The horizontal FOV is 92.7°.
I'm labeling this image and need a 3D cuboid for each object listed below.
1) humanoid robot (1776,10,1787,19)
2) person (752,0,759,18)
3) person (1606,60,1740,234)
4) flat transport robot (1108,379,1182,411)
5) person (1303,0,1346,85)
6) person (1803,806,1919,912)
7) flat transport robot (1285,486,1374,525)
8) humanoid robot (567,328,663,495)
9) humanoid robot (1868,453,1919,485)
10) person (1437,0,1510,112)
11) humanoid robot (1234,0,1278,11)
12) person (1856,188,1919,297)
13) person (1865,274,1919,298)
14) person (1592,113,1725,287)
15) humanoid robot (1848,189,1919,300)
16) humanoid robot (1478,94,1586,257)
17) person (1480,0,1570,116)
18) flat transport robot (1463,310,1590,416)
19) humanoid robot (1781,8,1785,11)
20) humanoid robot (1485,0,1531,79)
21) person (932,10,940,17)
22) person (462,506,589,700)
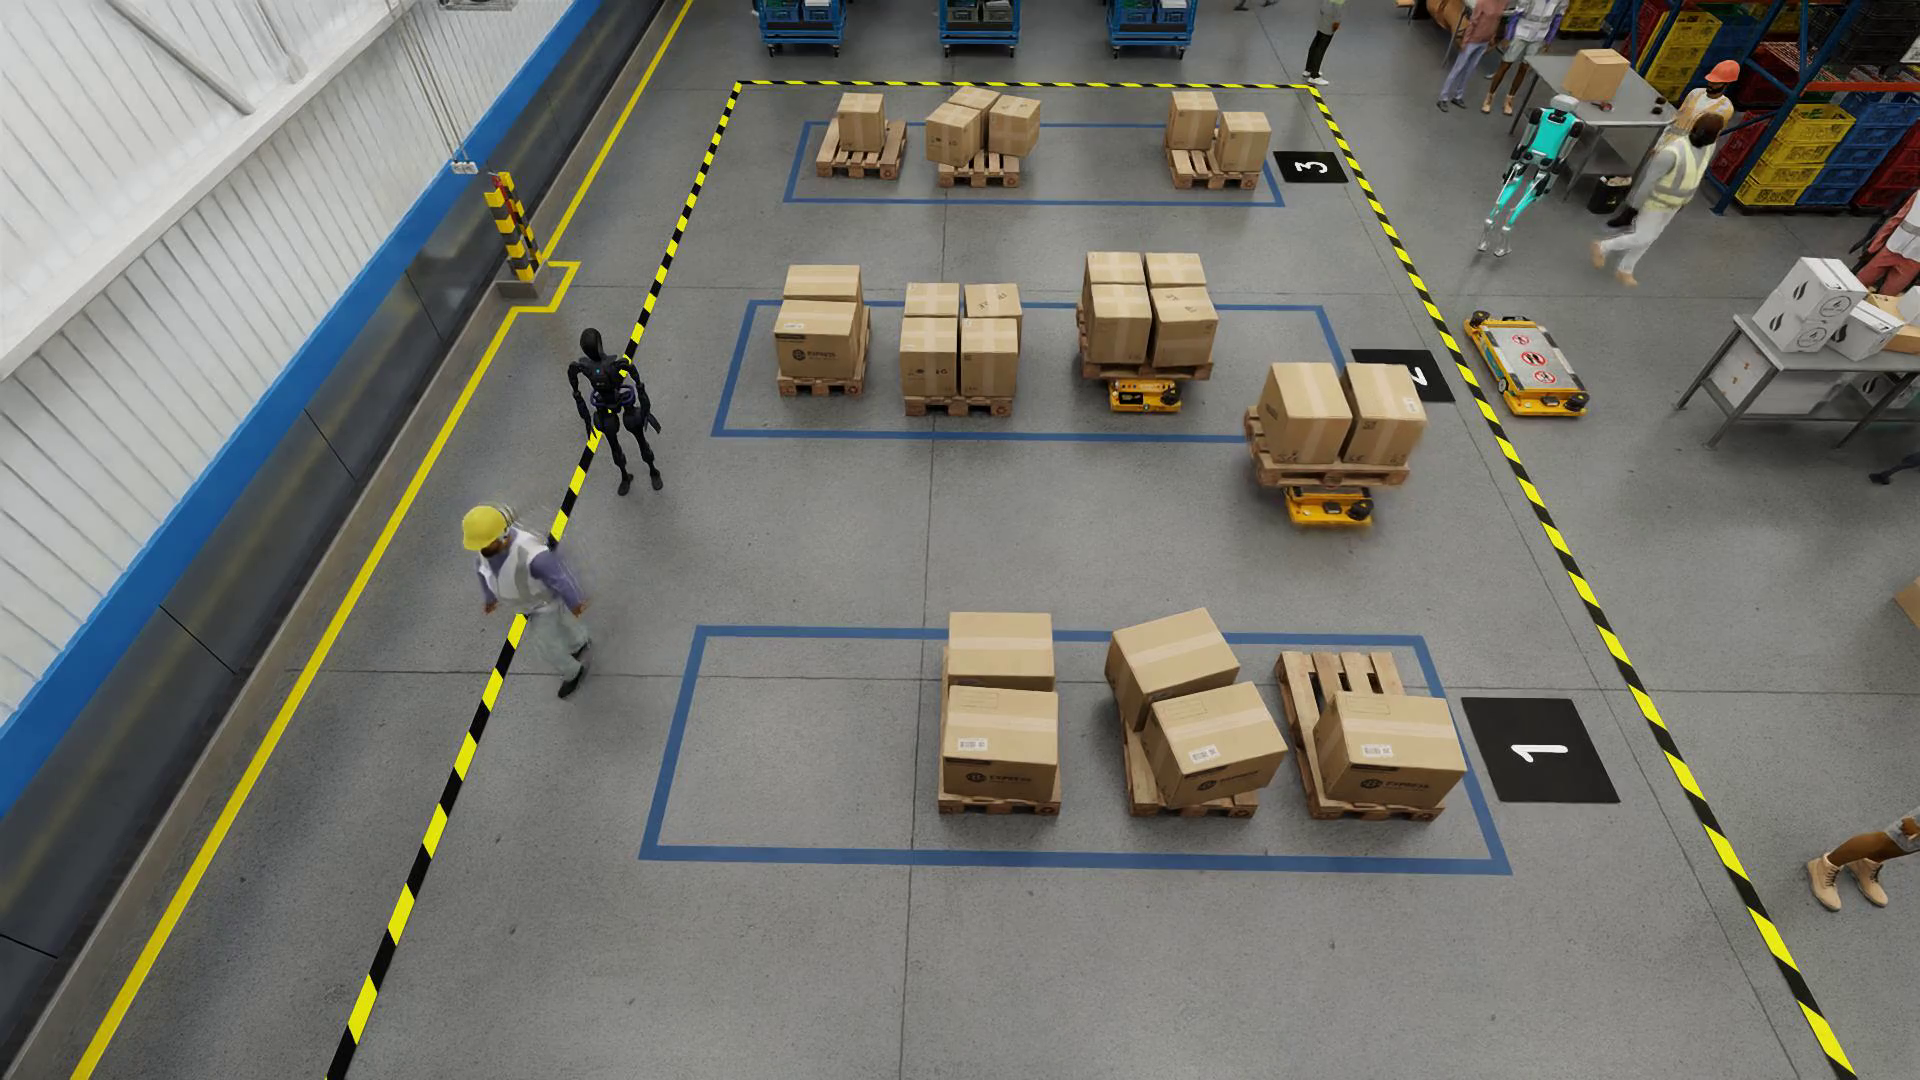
[{"bbox_3d":[13.228,-8.760,14.187,0.603,1.646,0.410,-30,55,-23],"label":"humanoid robot"},{"bbox_3d":[-3.283,-9.374,14.589,0.530,1.868,0.309,-14,51,-12],"label":"person"},{"bbox_3d":[7.936,-4.292,10.145,0.351,1.938,0.544,-16,51,-13],"label":"person"},{"bbox_3d":[1.773,-1.821,9.091,0.652,0.197,1.431,1,49,1],"label":"flat transport robot"},{"bbox_3d":[5.274,-7.444,12.933,0.392,1.848,0.586,0,49,0],"label":"person"},{"bbox_3d":[5.590,1.532,5.036,0.613,2.039,0.380,-2,49,-2],"label":"person"},{"bbox_3d":[3.149,-0.725,8.142,0.652,0.197,1.431,1,49,1],"label":"flat transport robot"},{"bbox_3d":[-2.786,-1.030,7.483,0.599,1.656,0.315,-7,50,-6],"label":"humanoid robot"},{"bbox_3d":[8.432,-1.071,7.559,0.817,1.622,0.587,1,49,1],"label":"humanoid robot"},{"bbox_3d":[6.996,-6.720,12.358,0.527,1.767,0.328,-14,51,-12],"label":"person"},{"bbox_3d":[4.978,-9.487,14.843,0.781,1.623,0.589,-4,49,-3],"label":"humanoid robot"},{"bbox_3d":[9.075,-2.725,8.805,0.392,1.913,0.587,-29,55,-23],"label":"person"},{"bbox_3d":[10.042,-3.257,9.318,0.508,1.837,0.342,16,51,14],"label":"person"},{"bbox_3d":[7.308,-3.546,9.571,0.628,1.827,0.497,-18,51,-15],"label":"person"},{"bbox_3d":[9.393,-2.963,9.169,0.612,1.635,0.463,34,57,26],"label":"humanoid robot"},{"bbox_3d":[5.983,-3.805,9.771,0.735,1.671,0.533,-35,58,-27],"label":"humanoid robot"},{"bbox_3d":[7.576,-6.699,12.165,0.614,2.037,0.408,10,50,8],"label":"person"},{"bbox_3d":[5.573,-1.757,9.054,0.659,0.231,1.431,1,49,1],"label":"flat transport robot"},{"bbox_3d":[13.783,-9.597,14.900,0.315,1.657,0.596,4,49,4],"label":"humanoid robot"},{"bbox_3d":[8.159,-7.457,13.058,0.859,1.844,0.554,-1,49,-1],"label":"humanoid robot"},{"bbox_3d":[-0.232,-9.170,14.422,0.666,1.849,0.562,4,49,3],"label":"person"},{"bbox_3d":[-2.915,0.415,6.153,0.607,1.808,0.610,23,53,19],"label":"person"}]
